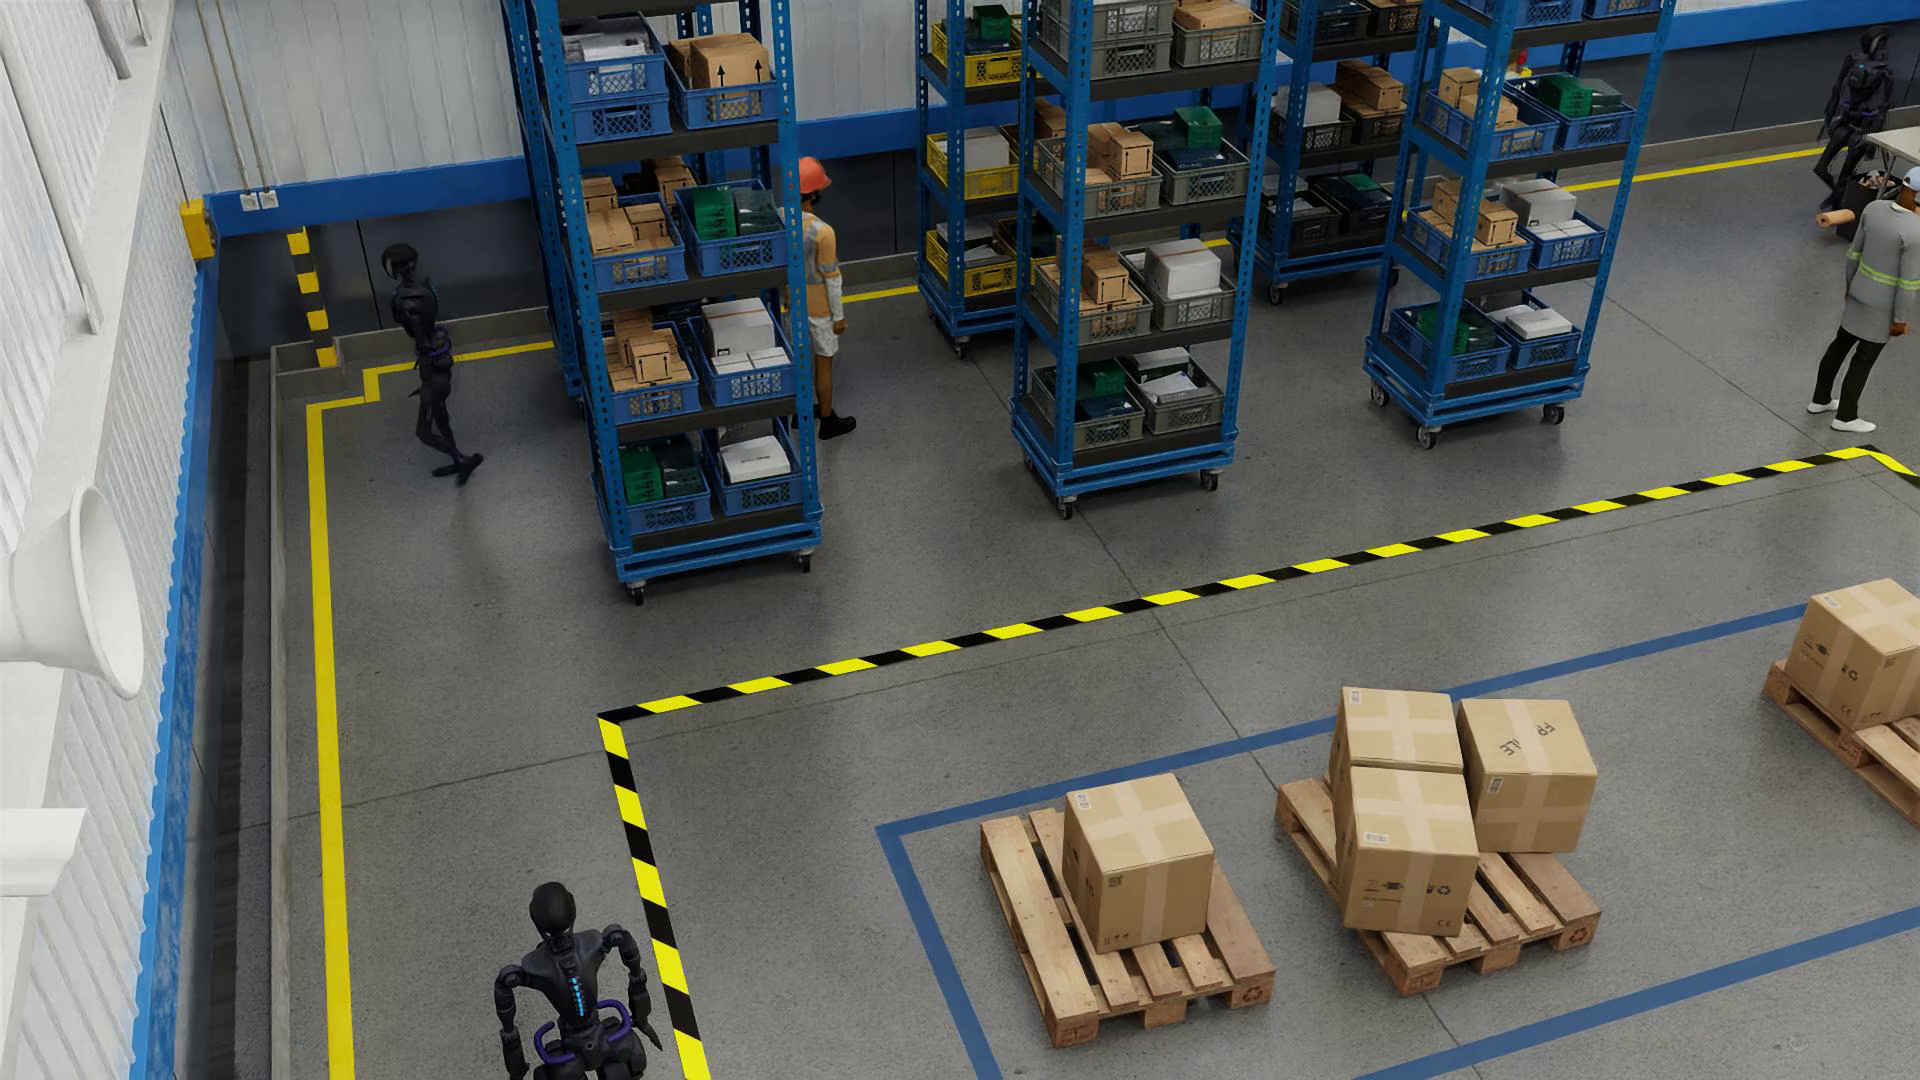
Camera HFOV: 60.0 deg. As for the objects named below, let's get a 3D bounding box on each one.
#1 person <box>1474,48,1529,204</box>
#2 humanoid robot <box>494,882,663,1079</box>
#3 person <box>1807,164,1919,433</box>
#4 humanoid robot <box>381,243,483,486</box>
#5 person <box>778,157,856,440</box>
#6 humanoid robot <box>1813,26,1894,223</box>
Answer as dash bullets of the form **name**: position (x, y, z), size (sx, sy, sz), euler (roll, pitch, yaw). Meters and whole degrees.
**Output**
- **person**: position (4.166, -3.056, 13.030), size (0.578, 1.830, 0.443), euler (19, 40, 25)
- **humanoid robot**: position (-1.394, 1.892, 6.137), size (0.599, 1.657, 0.315), euler (-18, 39, -23)
- **person**: position (6.046, -1.586, 10.934), size (0.397, 1.848, 0.587), euler (-7, 36, -10)
- **humanoid robot**: position (-3.292, -1.103, 10.396), size (0.374, 1.642, 0.609), euler (-10, 36, -14)
- **person**: position (-0.958, -1.561, 10.822), size (0.544, 1.938, 0.359), euler (25, 42, 31)
- **humanoid robot**: position (7.363, -3.395, 13.652), size (0.362, 1.645, 0.589), euler (-14, 37, -18)
